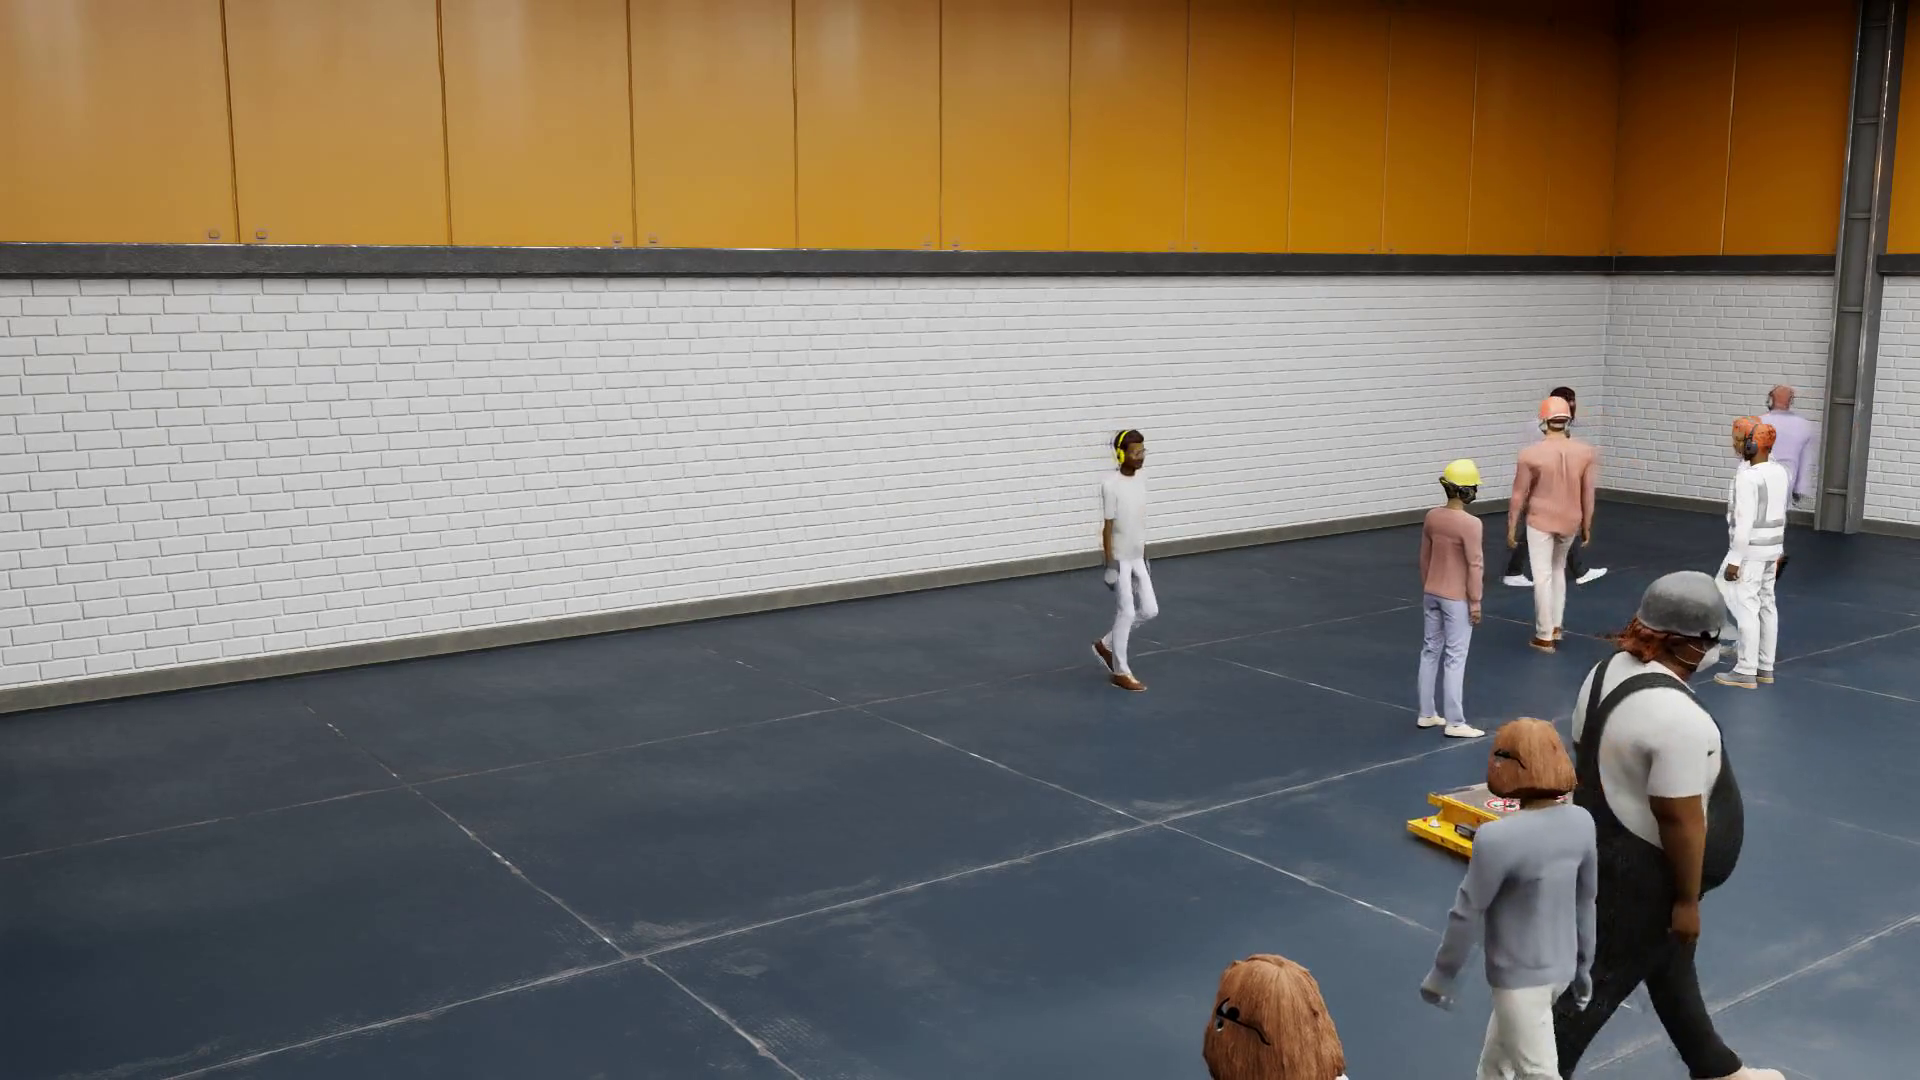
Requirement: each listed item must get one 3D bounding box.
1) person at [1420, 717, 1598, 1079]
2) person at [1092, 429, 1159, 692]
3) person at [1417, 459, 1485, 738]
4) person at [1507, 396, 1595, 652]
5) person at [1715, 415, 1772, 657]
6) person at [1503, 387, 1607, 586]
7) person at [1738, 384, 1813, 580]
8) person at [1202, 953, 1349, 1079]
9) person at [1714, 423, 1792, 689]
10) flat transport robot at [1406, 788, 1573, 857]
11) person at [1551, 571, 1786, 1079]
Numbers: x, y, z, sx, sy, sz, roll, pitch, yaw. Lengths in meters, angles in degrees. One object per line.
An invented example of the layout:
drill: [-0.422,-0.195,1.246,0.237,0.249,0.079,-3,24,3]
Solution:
person: [1.734,1.337,5.133,0.509,1.583,0.841,-6,11,-35]
person: [1.169,0.137,11.721,0.451,1.852,0.543,8,12,39]
person: [3.133,0.366,10.572,0.330,1.769,0.526,-4,10,-23]
person: [4.570,-0.133,12.981,0.642,1.977,0.597,-1,9,-7]
person: [5.931,-0.013,12.587,0.419,1.865,0.622,3,10,20]
person: [5.570,-0.484,15.486,1.003,1.873,0.611,1,9,6]
person: [7.693,-0.525,15.705,0.653,1.884,0.694,-1,9,-6]
person: [0.604,1.610,3.310,0.280,1.633,0.500,7,12,39]
person: [5.634,0.109,11.795,0.585,1.882,0.337,-7,11,-35]
flat transport robot: [3.100,1.420,8.669,1.431,0.197,0.652,-5,10,-27]
person: [2.359,1.030,5.632,1.036,2.000,0.686,0,9,0]
